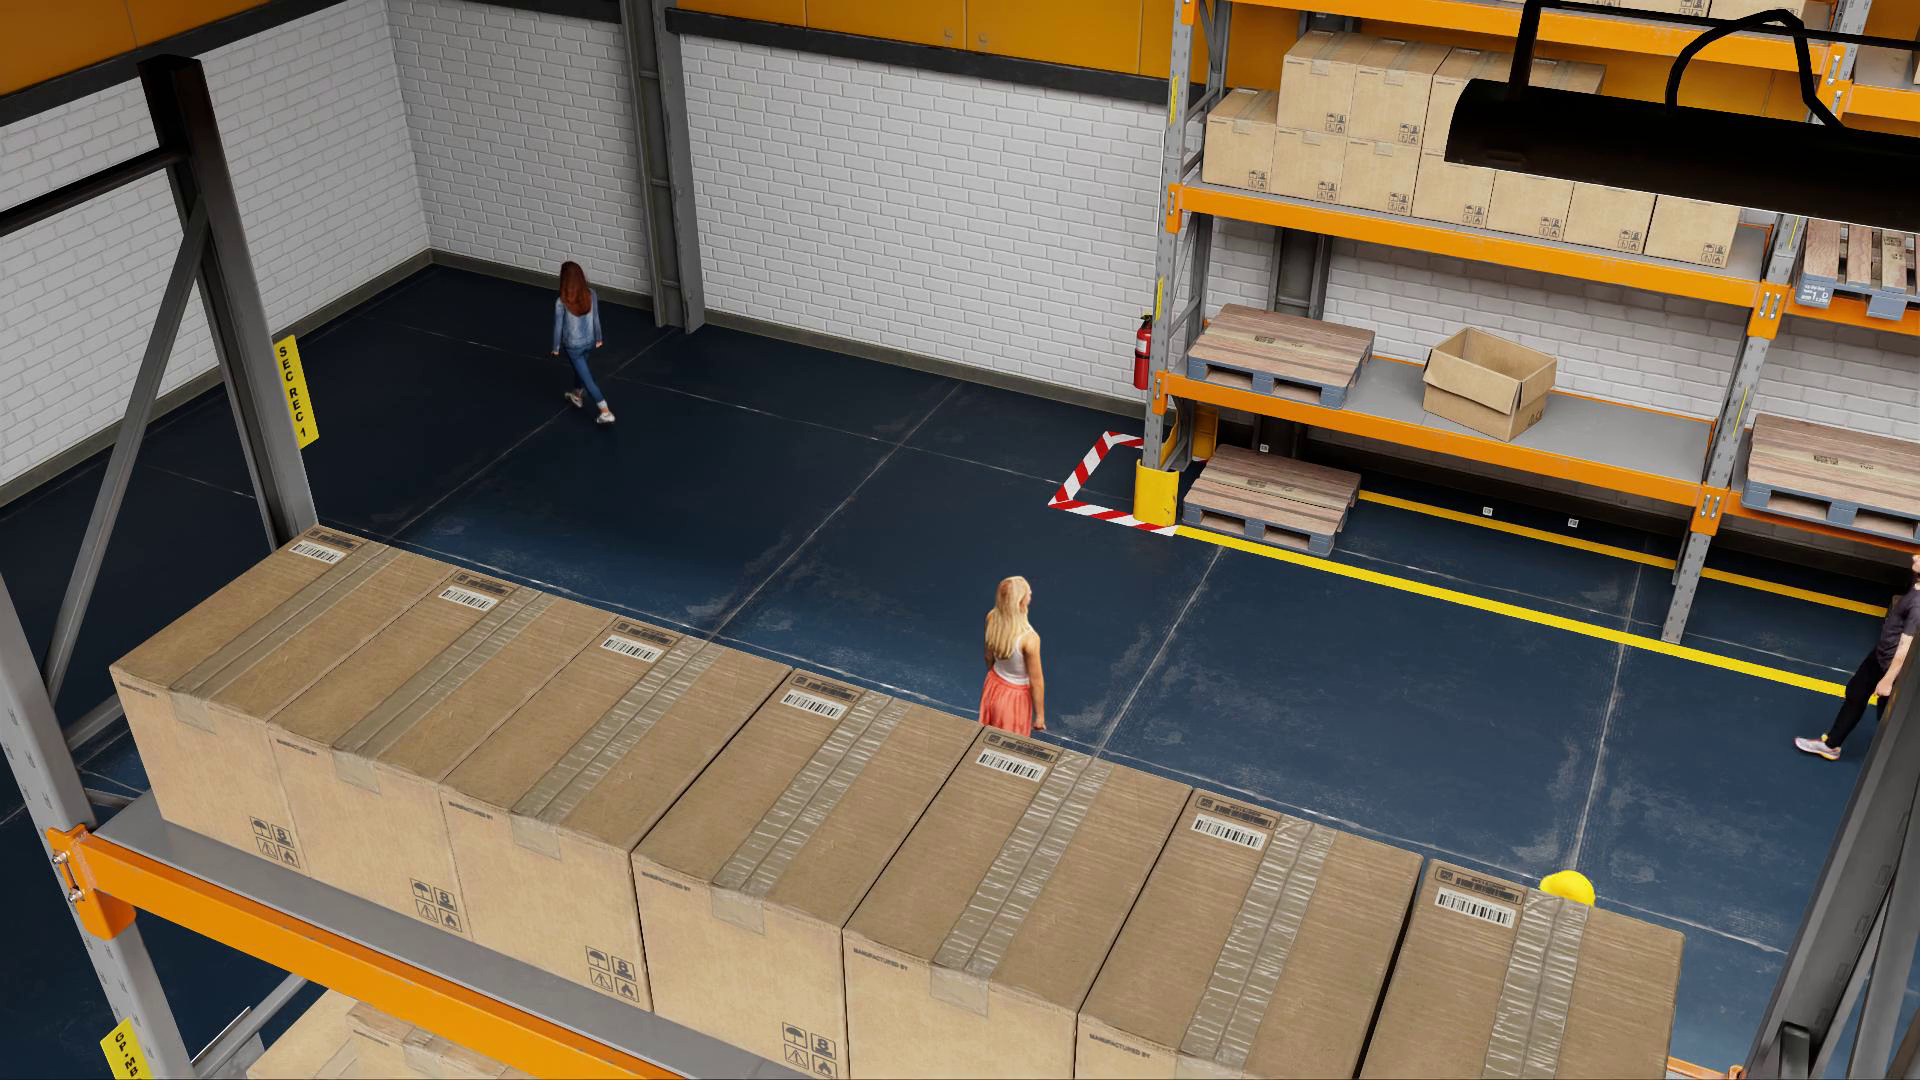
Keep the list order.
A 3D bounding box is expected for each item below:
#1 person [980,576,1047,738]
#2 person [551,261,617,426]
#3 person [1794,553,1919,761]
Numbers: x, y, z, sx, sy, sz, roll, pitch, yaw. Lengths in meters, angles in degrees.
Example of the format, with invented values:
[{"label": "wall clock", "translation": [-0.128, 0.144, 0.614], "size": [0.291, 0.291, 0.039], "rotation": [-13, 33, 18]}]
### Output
[{"label": "person", "translation": [0.292, 0.976, 10.003], "size": [0.785, 1.802, 0.677], "rotation": [-22, 40, -30]}, {"label": "person", "translation": [-3.229, -1.663, 14.288], "size": [1.049, 1.454, 0.764], "rotation": [26, 42, 33]}, {"label": "person", "translation": [5.908, 0.791, 10.338], "size": [1.082, 1.739, 0.631], "rotation": [15, 36, 21]}]
